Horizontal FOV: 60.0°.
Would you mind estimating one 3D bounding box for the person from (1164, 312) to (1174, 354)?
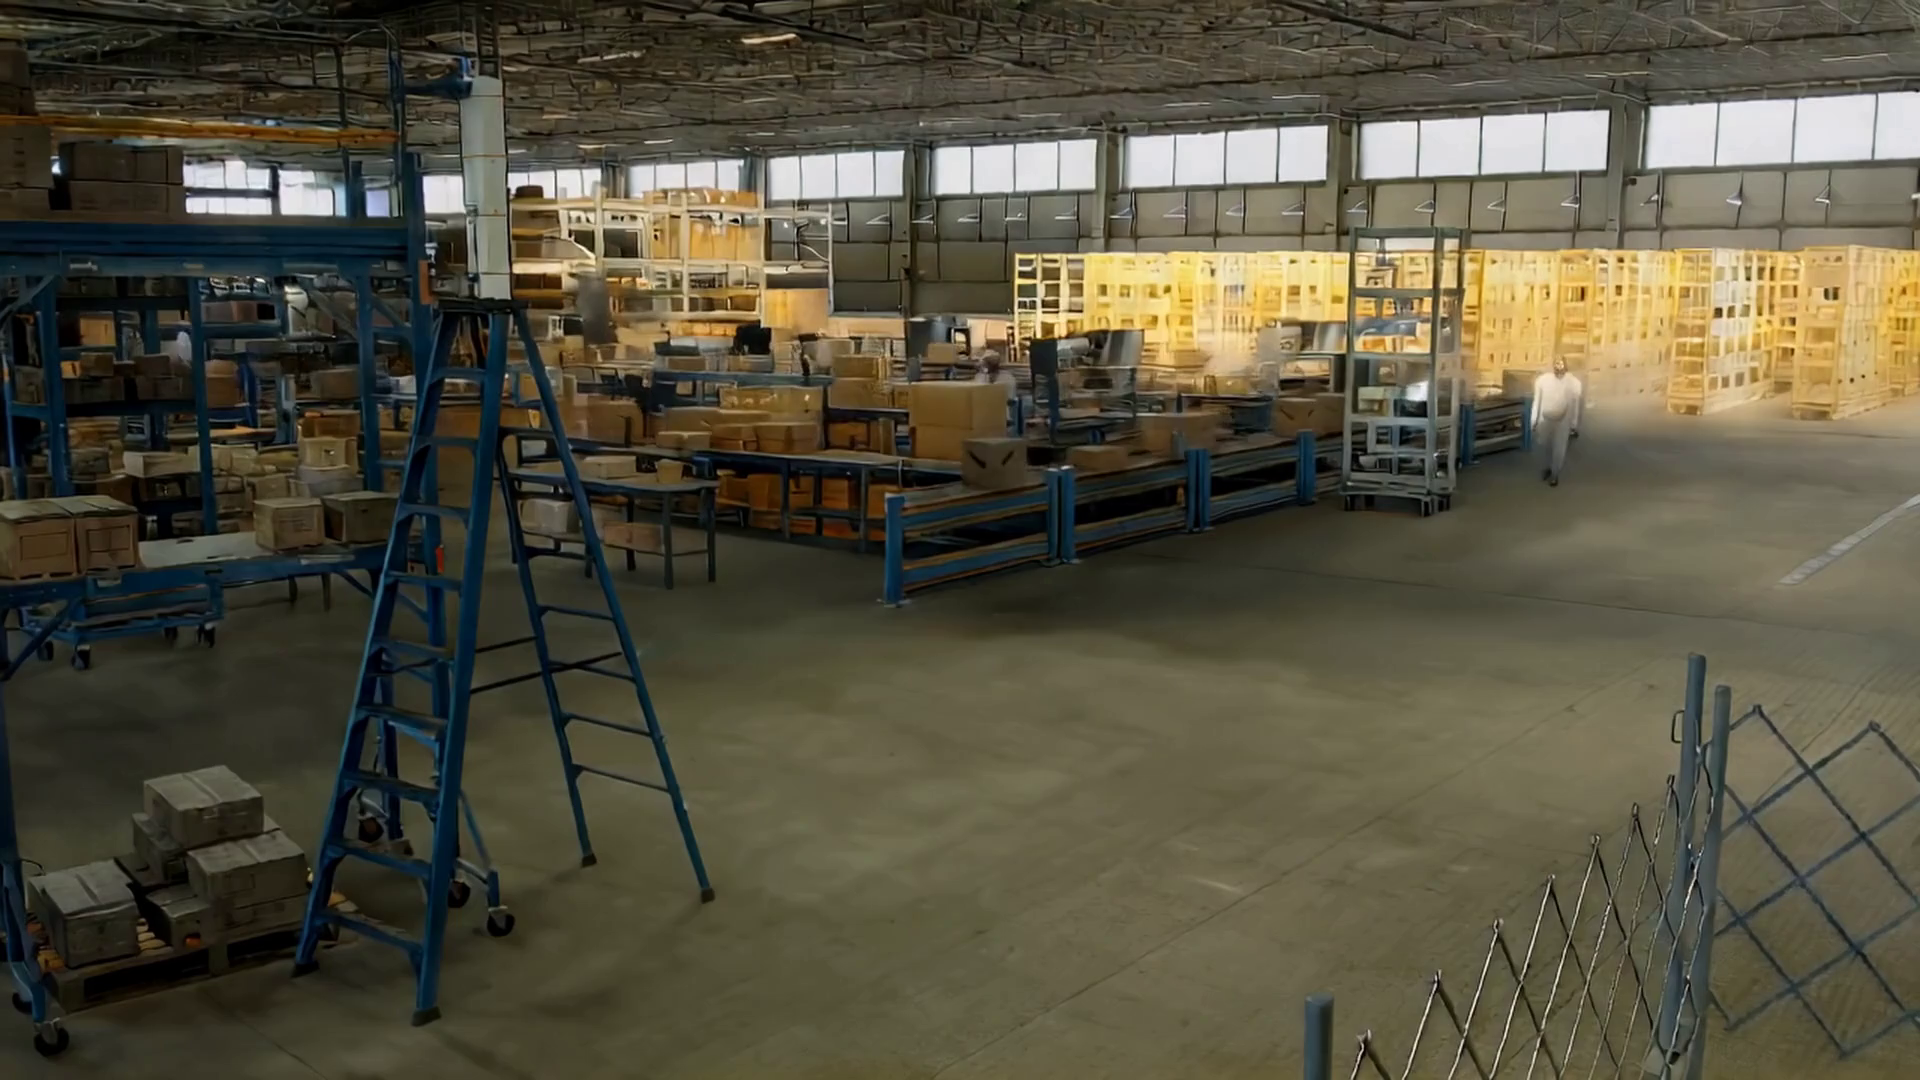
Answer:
[{"bbox_3d":[6.613,-6.370,53.179,0.675,1.788,0.632,8,12,40],"label":"person"}]

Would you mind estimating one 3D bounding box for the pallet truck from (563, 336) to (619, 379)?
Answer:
[{"bbox_3d":[-10.690,-5.294,48.215,1.601,1.201,0.680,-5,10,-26],"label":"pallet truck"}]

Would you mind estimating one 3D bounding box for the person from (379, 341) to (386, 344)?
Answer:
[{"bbox_3d":[-17.628,-5.891,50.299,0.518,1.756,0.348,-8,12,-42],"label":"person"}]

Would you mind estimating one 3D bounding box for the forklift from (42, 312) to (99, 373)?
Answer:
[{"bbox_3d":[-23.779,-5.451,44.052,1.873,2.768,1.129,7,11,36],"label":"forklift"}]

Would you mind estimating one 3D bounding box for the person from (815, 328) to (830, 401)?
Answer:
[{"bbox_3d":[-3.193,-4.115,39.205,0.484,1.757,0.523,4,10,26],"label":"person"}]

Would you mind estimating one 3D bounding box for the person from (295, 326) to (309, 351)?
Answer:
[{"bbox_3d":[-16.830,-4.613,42.490,0.541,1.686,0.365,7,11,37],"label":"person"}]

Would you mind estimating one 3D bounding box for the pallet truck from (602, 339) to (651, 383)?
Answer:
[{"bbox_3d":[-8.991,-4.871,45.351,0.653,1.274,1.630,7,11,37],"label":"pallet truck"}]

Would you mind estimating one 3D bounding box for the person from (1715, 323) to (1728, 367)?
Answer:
[{"bbox_3d":[19.697,-4.786,43.118,0.396,1.847,0.564,8,12,40],"label":"person"}]

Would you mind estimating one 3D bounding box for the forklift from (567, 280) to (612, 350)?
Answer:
[{"bbox_3d":[-11.334,-6.728,52.025,1.873,2.768,1.129,7,11,37],"label":"forklift"}]

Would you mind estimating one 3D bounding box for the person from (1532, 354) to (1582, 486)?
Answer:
[{"bbox_3d":[8.556,-1.727,23.869,0.675,1.890,0.474,6,11,35],"label":"person"}]

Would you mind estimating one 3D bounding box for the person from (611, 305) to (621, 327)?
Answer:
[{"bbox_3d":[-12.039,-7.215,57.998,0.638,1.941,1.020,7,11,36],"label":"person"}]

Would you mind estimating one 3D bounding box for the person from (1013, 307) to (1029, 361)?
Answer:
[{"bbox_3d":[2.120,-7.113,57.465,0.632,1.908,0.563,-6,11,-34],"label":"person"}]

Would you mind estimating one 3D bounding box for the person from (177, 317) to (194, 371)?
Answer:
[{"bbox_3d":[-19.835,-4.752,42.696,0.419,1.922,0.553,-1,9,-4],"label":"person"}]

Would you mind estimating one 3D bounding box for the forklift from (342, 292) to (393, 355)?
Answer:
[{"bbox_3d":[-16.485,-5.622,45.120,1.129,2.768,1.873,7,11,37],"label":"forklift"}]

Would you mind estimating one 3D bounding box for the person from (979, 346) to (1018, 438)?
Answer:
[{"bbox_3d":[0.520,-1.717,23.458,0.663,2.027,0.430,7,12,38],"label":"person"}]
